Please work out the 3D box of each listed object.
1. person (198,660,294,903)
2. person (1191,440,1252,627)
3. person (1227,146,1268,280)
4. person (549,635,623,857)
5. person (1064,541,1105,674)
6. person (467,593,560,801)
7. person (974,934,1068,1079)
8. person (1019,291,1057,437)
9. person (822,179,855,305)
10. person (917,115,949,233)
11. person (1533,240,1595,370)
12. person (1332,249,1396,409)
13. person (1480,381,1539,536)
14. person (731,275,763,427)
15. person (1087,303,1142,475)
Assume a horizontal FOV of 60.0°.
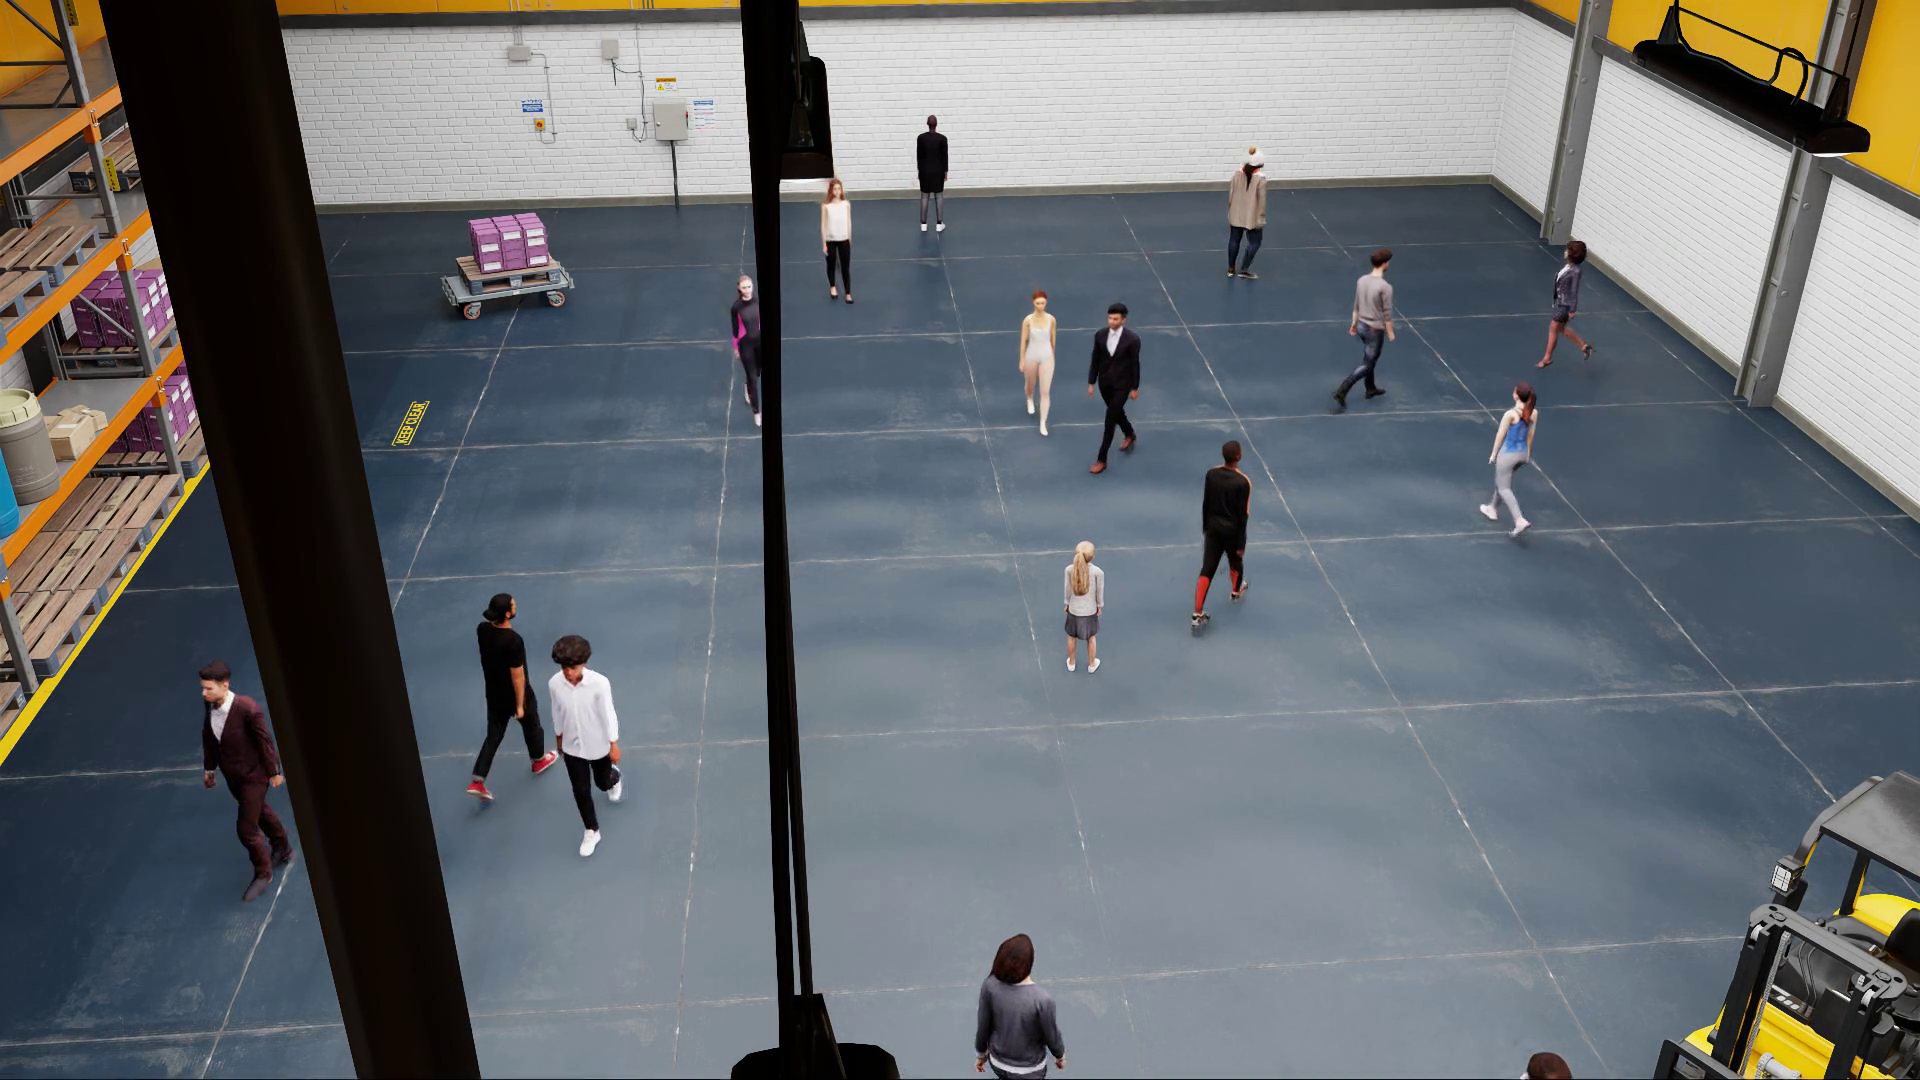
[{"bbox_3d":[-5.097,1.622,12.007,0.905,1.846,0.980,16,33,27],"label":"person"},{"bbox_3d":[2.357,-0.031,15.128,1.137,1.760,1.278,18,33,30],"label":"person"},{"bbox_3d":[4.015,-4.623,23.410,0.901,1.891,0.956,15,32,26],"label":"person"},{"bbox_3d":[-2.759,1.443,12.399,0.787,1.785,1.060,3,29,5],"label":"person"},{"bbox_3d":[1.074,0.575,14.523,0.560,1.275,0.589,6,29,11],"label":"person"},{"bbox_3d":[-3.553,1.226,12.852,1.007,1.733,1.162,14,32,24],"label":"person"},{"bbox_3d":[0.288,3.060,9.506,1.023,1.717,1.194,14,32,24],"label":"person"},{"bbox_3d":[0.883,-2.077,19.040,0.565,1.606,1.042,-2,29,-4],"label":"person"},{"bbox_3d":[-1.713,-4.075,22.615,0.678,1.689,1.017,-6,29,-11],"label":"person"},{"bbox_3d":[-0.430,-5.582,25.304,0.678,1.761,0.614,3,29,5],"label":"person"},{"bbox_3d":[7.502,-2.858,20.399,0.859,1.675,0.950,6,29,12],"label":"person"},{"bbox_3d":[4.733,-2.414,19.382,0.988,1.869,1.174,-13,31,-22],"label":"person"},{"bbox_3d":[5.587,-0.804,16.726,0.772,1.586,1.078,-12,31,-20],"label":"person"},{"bbox_3d":[-2.423,-2.238,19.228,0.855,1.708,1.193,-14,32,-24],"label":"person"},{"bbox_3d":[1.740,-1.715,18.137,1.220,1.834,1.334,19,34,30],"label":"person"}]
